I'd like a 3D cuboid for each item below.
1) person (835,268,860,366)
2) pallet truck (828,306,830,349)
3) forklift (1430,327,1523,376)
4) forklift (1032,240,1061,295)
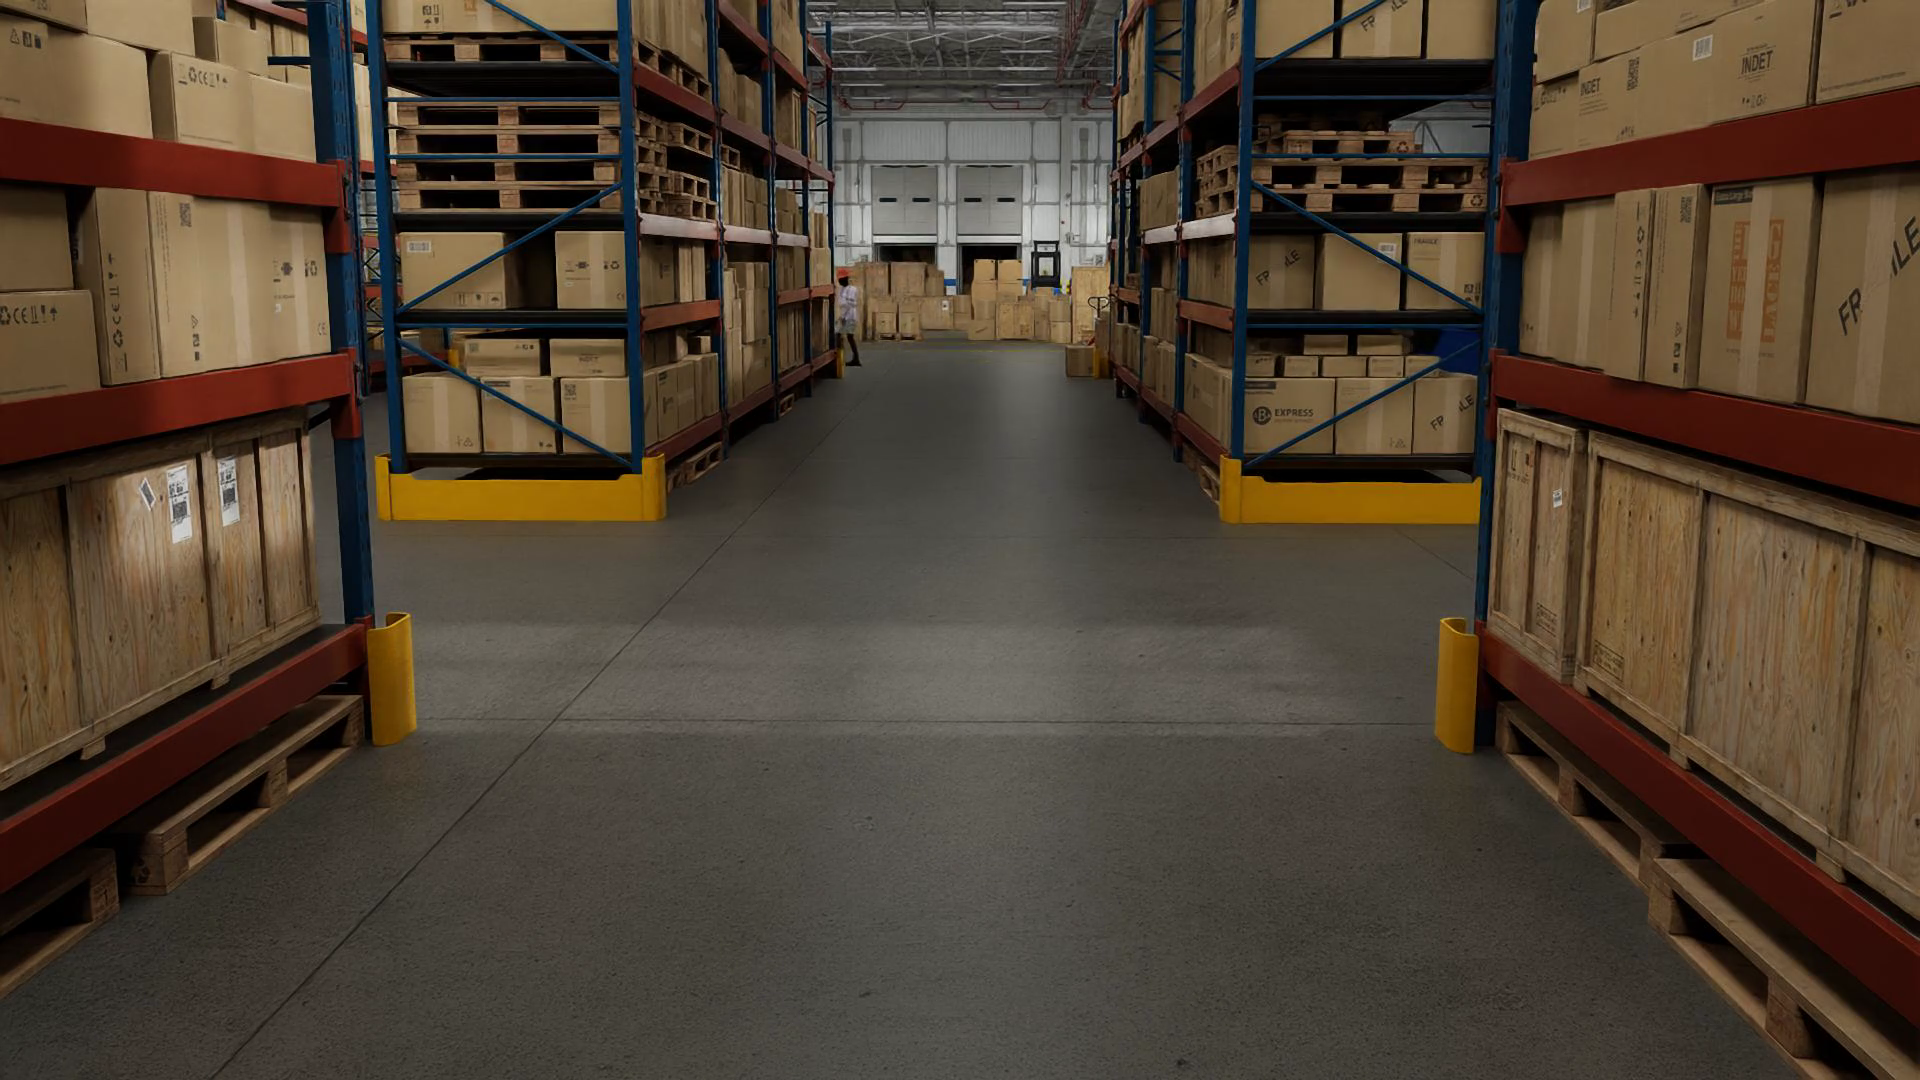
[{"bbox_3d":[-2.245,-4.345,32.482,0.400,1.928,0.555,-8,13,-41],"label":"person"},{"bbox_3d":[-3.100,-3.940,29.800,1.885,1.965,0.823,3,10,19],"label":"pallet truck"},{"bbox_3d":[7.281,-3.442,24.177,1.129,2.768,1.873,-7,12,-34],"label":"forklift"},{"bbox_3d":[3.174,-9.648,61.354,1.129,2.768,1.873,0,9,1],"label":"forklift"}]
